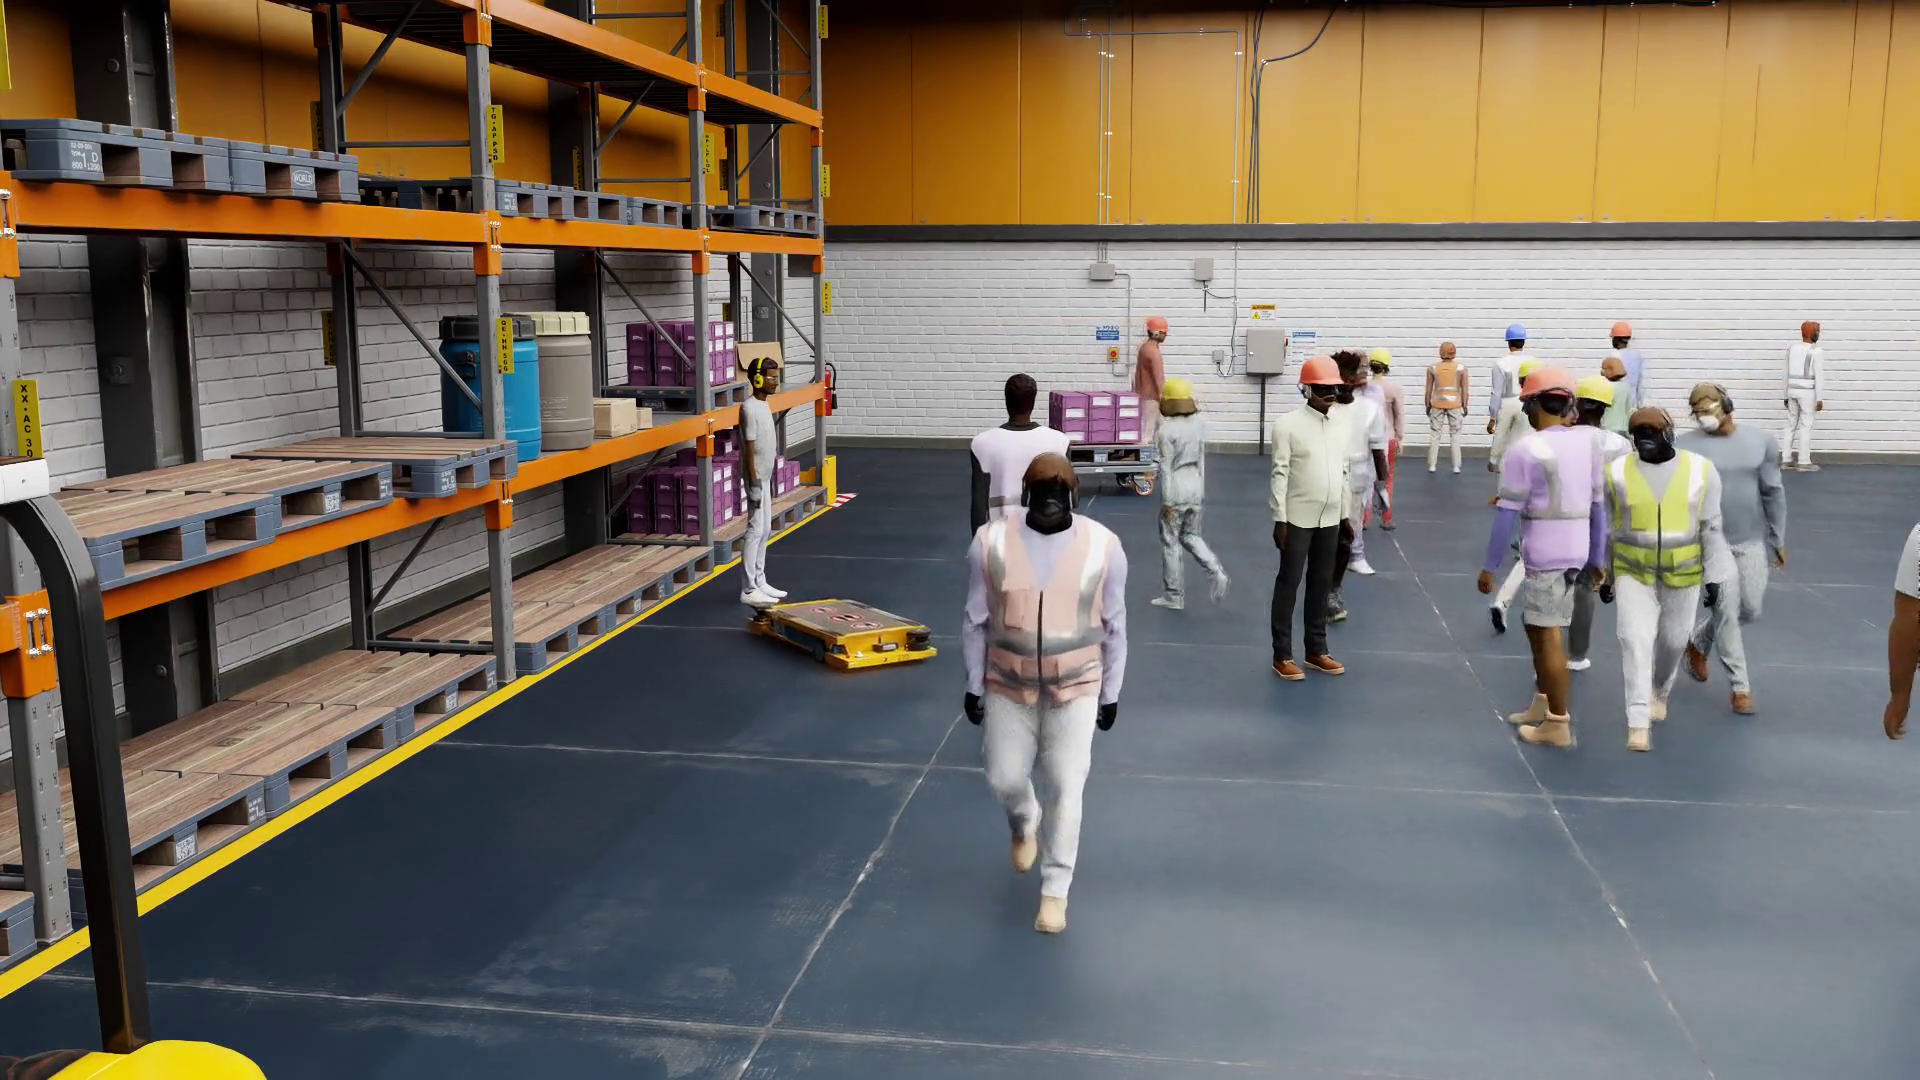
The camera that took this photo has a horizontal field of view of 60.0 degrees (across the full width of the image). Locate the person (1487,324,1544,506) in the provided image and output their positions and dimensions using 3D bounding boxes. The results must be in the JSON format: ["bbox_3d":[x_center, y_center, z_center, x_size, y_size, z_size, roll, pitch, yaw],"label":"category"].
[{"bbox_3d":[5.865,-1.308,17.608,0.610,1.943,0.403,-2,9,-13],"label":"person"}]

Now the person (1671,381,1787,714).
[{"bbox_3d":[4.399,0.018,9.619,0.652,1.882,0.774,0,9,0],"label":"person"}]

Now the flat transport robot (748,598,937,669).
[{"bbox_3d":[-0.803,0.594,11.030,0.652,0.197,1.431,-6,11,-32],"label":"flat transport robot"}]

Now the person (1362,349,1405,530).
[{"bbox_3d":[4.037,-0.967,16.127,0.560,1.750,0.486,4,10,22],"label":"person"}]

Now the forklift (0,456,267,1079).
[{"bbox_3d":[-2.328,0.975,2.765,2.313,2.155,1.214,1,9,9],"label":"forklift"}]

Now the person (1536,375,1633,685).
[{"bbox_3d":[3.734,-0.059,10.114,0.597,1.889,0.914,6,11,31],"label":"person"}]

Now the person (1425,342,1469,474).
[{"bbox_3d":[6.015,-1.632,20.574,0.519,1.635,0.310,4,10,23],"label":"person"}]

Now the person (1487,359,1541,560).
[{"bbox_3d":[4.896,-0.703,14.526,0.534,1.738,0.786,-2,9,-10],"label":"person"}]

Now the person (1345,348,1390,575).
[{"bbox_3d":[3.252,-0.681,13.963,0.648,1.874,0.806,-5,10,-27],"label":"person"}]

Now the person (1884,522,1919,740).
[{"bbox_3d":[3.685,0.543,5.898,0.716,2.000,0.847,6,11,32],"label":"person"}]

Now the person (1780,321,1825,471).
[{"bbox_3d":[10.569,-1.803,20.846,0.337,1.882,0.584,-3,10,-19],"label":"person"}]

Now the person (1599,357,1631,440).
[{"bbox_3d":[7.006,-1.155,17.748,0.506,1.598,0.831,-7,12,-37],"label":"person"}]

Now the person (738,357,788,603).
[{"bbox_3d":[-1.506,-0.448,12.578,0.322,1.862,0.512,1,9,8],"label":"person"}]

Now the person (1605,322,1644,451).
[{"bbox_3d":[7.918,-1.674,20.068,0.564,1.879,1.022,-5,10,-26],"label":"person"}]

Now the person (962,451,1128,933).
[{"bbox_3d":[0.332,0.555,6.474,0.640,1.830,0.609,1,9,8],"label":"person"}]

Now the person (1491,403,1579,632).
[{"bbox_3d":[4.039,-0.147,11.490,0.801,1.603,0.518,-7,11,-36],"label":"person"}]

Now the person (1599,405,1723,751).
[{"bbox_3d":[3.745,0.172,8.942,0.627,1.798,0.898,3,10,20],"label":"person"}]

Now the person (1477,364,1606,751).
[{"bbox_3d":[3.057,0.091,8.765,0.630,2.015,0.616,-6,11,-34],"label":"person"}]

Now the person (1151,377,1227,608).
[{"bbox_3d":[1.675,-0.330,12.238,0.489,1.724,0.532,-7,12,-38],"label":"person"}]

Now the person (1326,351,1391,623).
[{"bbox_3d":[2.760,-0.365,11.850,0.610,1.931,0.903,-1,9,-7],"label":"person"}]

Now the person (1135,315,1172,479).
[{"bbox_3d":[2.392,-1.704,19.982,0.743,1.964,0.643,-1,9,-9],"label":"person"}]

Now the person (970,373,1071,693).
[{"bbox_3d":[0.349,0.002,9.615,0.590,1.918,0.391,-1,9,-7],"label":"person"}]

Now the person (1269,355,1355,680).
[{"bbox_3d":[2.175,-0.141,10.256,0.608,1.996,0.380,-5,10,-28],"label":"person"}]
